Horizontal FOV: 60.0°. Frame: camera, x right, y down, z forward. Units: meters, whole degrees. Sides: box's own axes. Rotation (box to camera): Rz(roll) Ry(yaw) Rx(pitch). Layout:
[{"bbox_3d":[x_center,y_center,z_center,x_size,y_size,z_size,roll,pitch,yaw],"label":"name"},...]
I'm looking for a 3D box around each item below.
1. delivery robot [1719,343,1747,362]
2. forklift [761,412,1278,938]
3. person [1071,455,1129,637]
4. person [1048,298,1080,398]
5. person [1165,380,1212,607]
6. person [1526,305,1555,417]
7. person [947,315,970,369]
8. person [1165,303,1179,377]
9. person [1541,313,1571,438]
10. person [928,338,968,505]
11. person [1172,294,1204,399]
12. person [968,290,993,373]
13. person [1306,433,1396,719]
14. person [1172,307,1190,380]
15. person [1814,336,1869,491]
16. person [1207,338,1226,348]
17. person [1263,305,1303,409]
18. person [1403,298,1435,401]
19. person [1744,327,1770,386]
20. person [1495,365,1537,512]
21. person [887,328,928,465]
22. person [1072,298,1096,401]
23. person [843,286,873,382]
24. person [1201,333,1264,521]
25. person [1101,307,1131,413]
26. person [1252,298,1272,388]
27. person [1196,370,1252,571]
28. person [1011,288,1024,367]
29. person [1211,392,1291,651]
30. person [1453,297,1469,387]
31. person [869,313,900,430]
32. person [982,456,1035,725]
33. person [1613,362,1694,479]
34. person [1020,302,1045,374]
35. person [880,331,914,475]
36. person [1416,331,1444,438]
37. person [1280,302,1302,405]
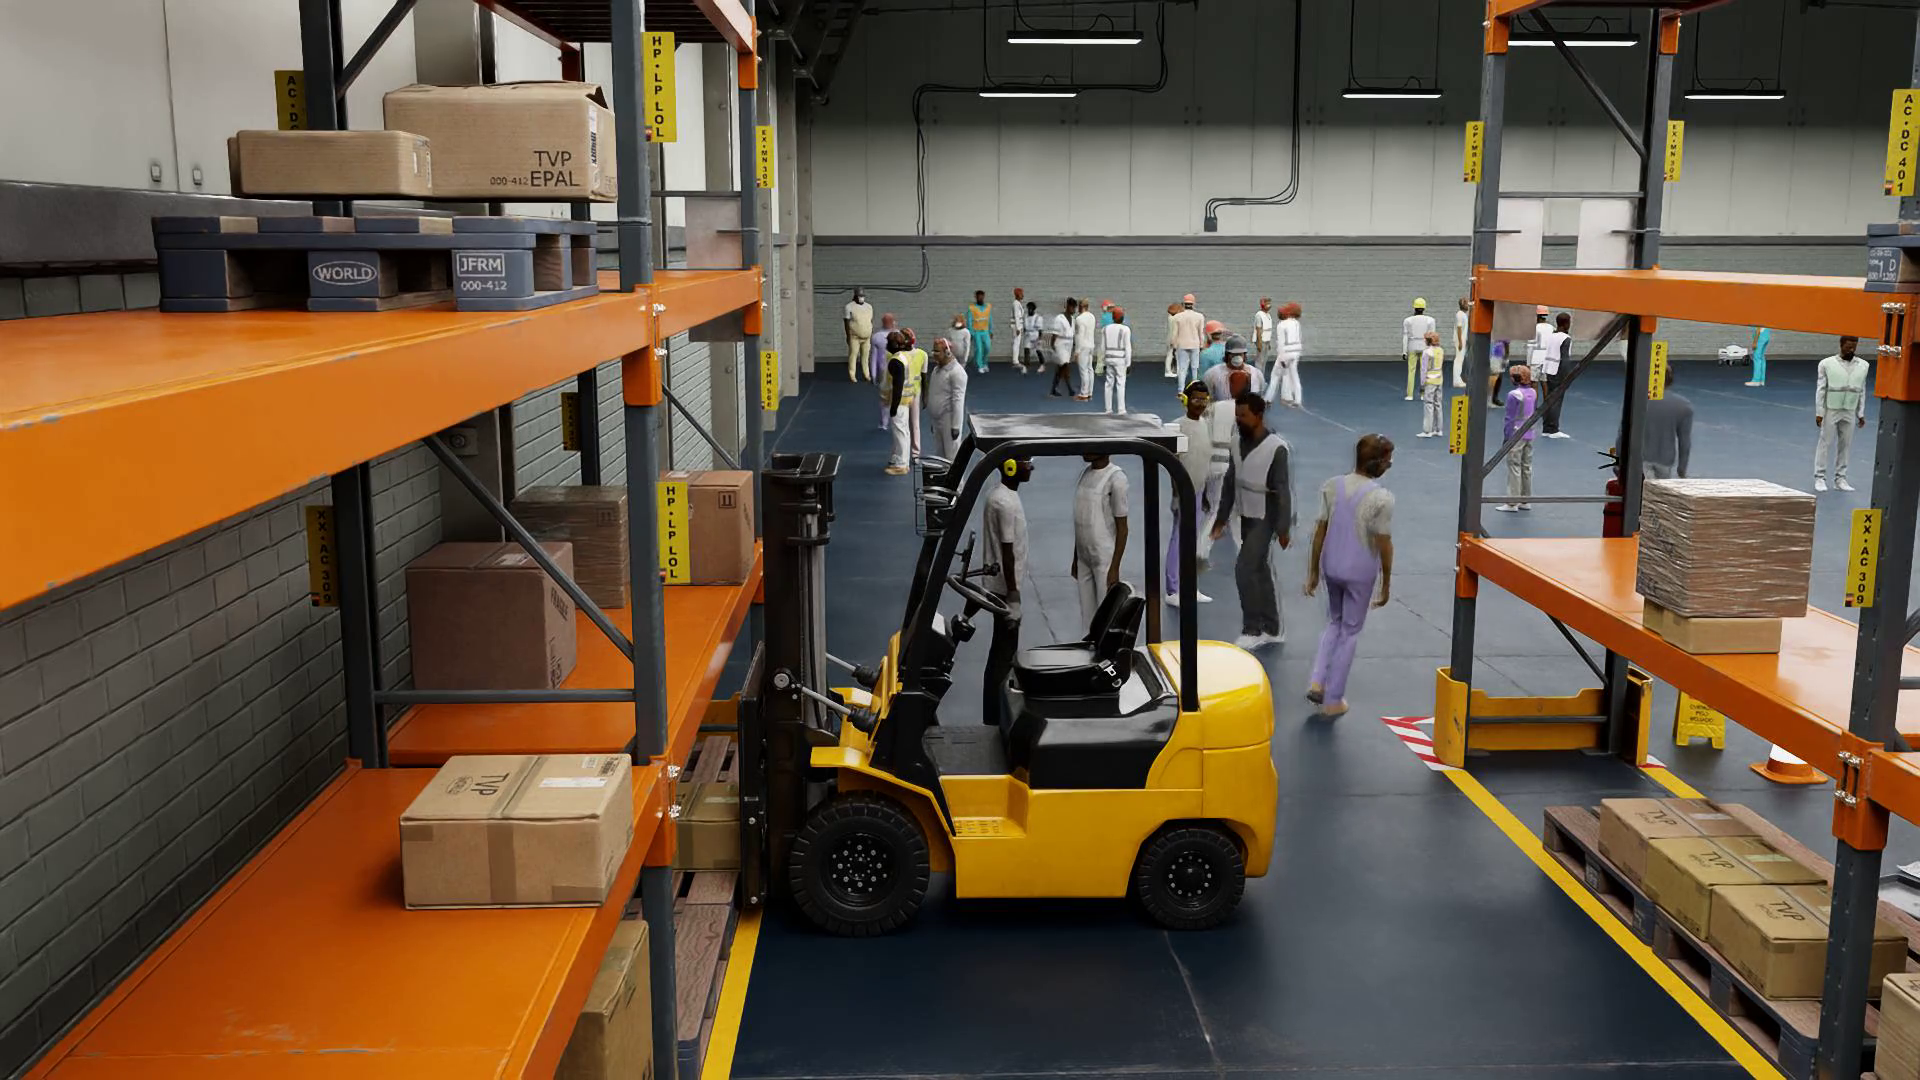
[{"bbox_3d":[18.598,-4.500,40.006,0.707,0.478,0.477,-6,12,-30],"label":"delivery robot"},{"bbox_3d":[0.291,0.548,7.580,2.313,2.155,1.214,0,10,-2],"label":"forklift"},{"bbox_3d":[0.893,0.137,10.844,0.345,1.846,0.506,-6,12,-30],"label":"person"},{"bbox_3d":[2.079,-3.656,31.779,0.916,1.913,0.678,7,13,36],"label":"person"},{"bbox_3d":[1.907,-0.382,13.688,0.335,1.864,0.521,9,14,42],"label":"person"},{"bbox_3d":[9.873,-3.049,28.376,0.539,1.930,0.386,-5,11,-25],"label":"person"},{"bbox_3d":[-0.059,-3.514,31.860,0.522,1.587,0.777,3,11,16],"label":"person"},{"bbox_3d":[4.711,-4.430,36.902,0.280,1.627,0.498,2,10,12],"label":"person"},{"bbox_3d":[9.136,-2.520,25.470,0.397,1.911,0.587,-2,10,-9],"label":"person"},{"bbox_3d":[-0.173,-1.342,18.931,0.396,1.901,0.652,-5,11,-27],"label":"person"},{"bbox_3d":[4.348,-3.683,31.702,0.612,1.996,0.388,1,10,6],"label":"person"},{"bbox_3d":[0.475,-4.739,37.887,0.627,1.884,0.468,-4,11,-20],"label":"person"},{"bbox_3d":[2.461,0.236,10.366,0.423,1.820,0.550,-10,14,-43],"label":"person"},{"bbox_3d":[4.750,-4.182,35.512,0.532,1.623,0.407,5,12,28],"label":"person"},{"bbox_3d":[10.570,-1.539,19.981,0.592,1.916,0.392,0,10,-1],"label":"person"},{"bbox_3d":[3.420,-1.853,22.204,0.338,1.744,0.560,4,11,23],"label":"person"},{"bbox_3d":[5.803,-3.293,29.945,0.575,1.840,0.971,-8,13,-39],"label":"person"},{"bbox_3d":[8.623,-3.577,31.295,0.587,1.930,0.354,2,10,9],"label":"person"},{"bbox_3d":[16.603,-4.107,34.526,0.353,1.835,0.518,10,14,43],"label":"person"},{"bbox_3d":[6.200,-1.120,18.452,0.516,1.632,0.313,-9,13,-40],"label":"person"},{"bbox_3d":[-0.713,-1.932,22.391,0.563,1.837,0.388,1,10,8],"label":"person"},{"bbox_3d":[2.323,-3.570,31.233,0.371,1.940,0.627,5,12,28],"label":"person"},{"bbox_3d":[-2.117,-4.391,35.521,0.683,2.000,0.537,-6,12,-32],"label":"person"},{"bbox_3d":[2.886,-1.150,17.469,0.689,2.000,0.538,-1,10,-8],"label":"person"},{"bbox_3d":[2.648,-2.991,28.164,0.574,1.882,0.358,9,13,40],"label":"person"},{"bbox_3d":[6.206,-4.040,34.109,0.390,1.847,0.566,5,12,28],"label":"person"},{"bbox_3d":[2.443,-0.634,15.194,0.984,1.837,0.587,-7,12,-34],"label":"person"},{"bbox_3d":[1.380,-5.059,39.681,0.343,1.882,0.585,0,10,1],"label":"person"},{"bbox_3d":[2.113,-0.135,12.227,0.700,1.891,0.590,-4,11,-21],"label":"person"},{"bbox_3d":[10.353,-4.073,34.298,0.345,1.846,0.506,5,11,24],"label":"person"},{"bbox_3d":[-1.094,-2.631,26.191,0.661,1.880,0.895,-2,10,-14],"label":"person"},{"bbox_3d":[0.289,0.308,9.821,0.310,1.869,0.531,-1,10,-7],"label":"person"},{"bbox_3d":[6.479,-0.726,15.550,0.635,1.896,1.048,1,10,6],"label":"person"},{"bbox_3d":[1.679,-4.594,37.804,0.546,1.643,0.872,6,12,30],"label":"person"},{"bbox_3d":[-0.813,-1.764,21.443,0.429,1.841,0.633,1,10,8],"label":"person"},{"bbox_3d":[7.219,-2.380,25.483,0.506,1.632,0.317,-8,13,-39],"label":"person"},{"bbox_3d":[6.094,-3.411,30.534,0.373,1.877,0.614,-2,10,-10],"label":"person"}]
